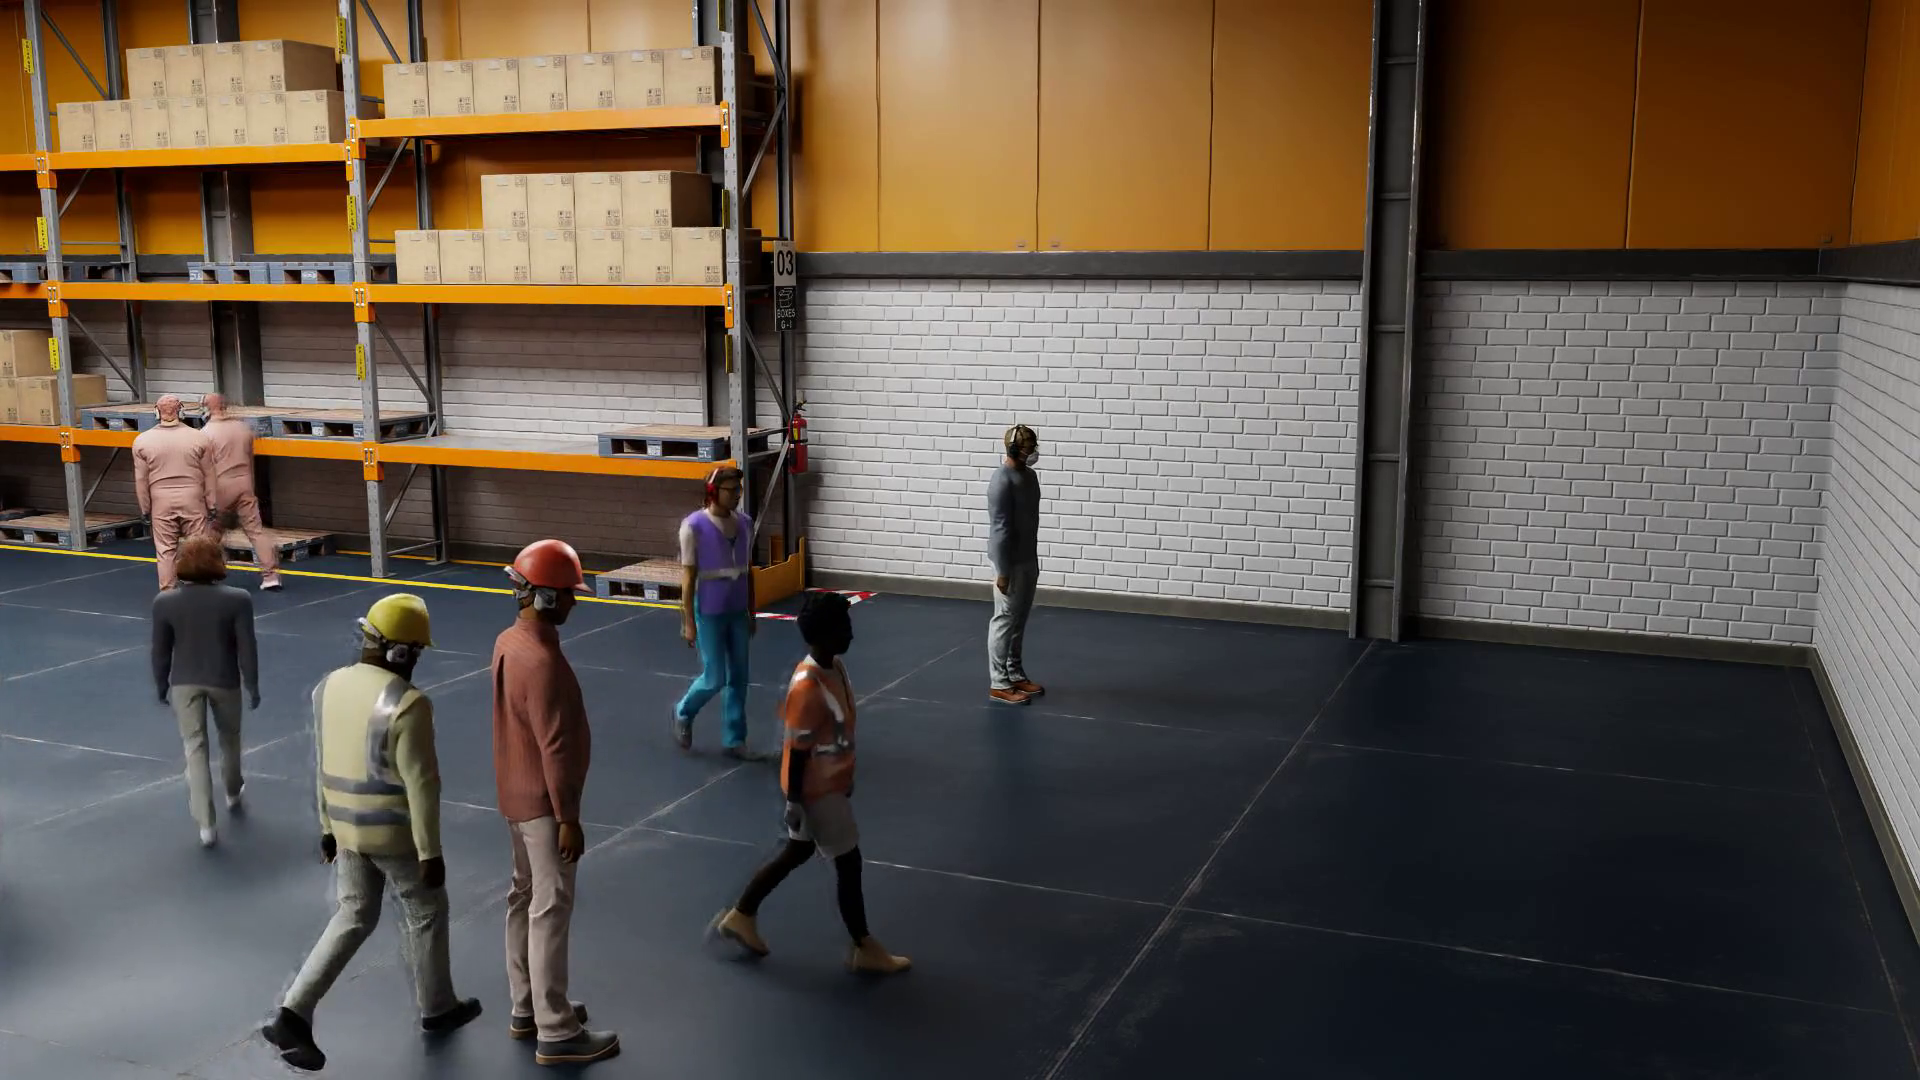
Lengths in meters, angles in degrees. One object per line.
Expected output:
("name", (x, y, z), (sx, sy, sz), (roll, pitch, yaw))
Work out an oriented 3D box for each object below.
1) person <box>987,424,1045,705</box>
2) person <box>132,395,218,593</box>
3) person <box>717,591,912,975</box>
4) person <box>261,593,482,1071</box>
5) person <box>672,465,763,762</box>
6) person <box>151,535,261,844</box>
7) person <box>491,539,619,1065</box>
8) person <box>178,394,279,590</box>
("person", (0.378, 0.163, 11.484), (0.363, 1.935, 0.625), (4, 10, 22))
("person", (-6.761, -0.302, 14.387), (0.642, 1.906, 0.410), (-4, 10, -21))
("person", (-0.660, 1.026, 7.090), (0.849, 1.663, 0.539), (1, 9, 6))
("person", (-2.243, 1.102, 6.273), (0.651, 1.778, 0.823), (5, 11, 30))
("person", (-1.481, 0.444, 10.097), (0.530, 1.826, 0.585), (8, 12, 38))
("person", (-4.020, 0.758, 8.891), (0.519, 1.580, 0.842), (-3, 10, -20))
("person", (-1.566, 0.985, 6.338), (0.392, 1.987, 0.611), (-6, 11, -31))
("person", (-6.766, -0.428, 15.350), (1.028, 1.839, 0.717), (4, 10, 23))
